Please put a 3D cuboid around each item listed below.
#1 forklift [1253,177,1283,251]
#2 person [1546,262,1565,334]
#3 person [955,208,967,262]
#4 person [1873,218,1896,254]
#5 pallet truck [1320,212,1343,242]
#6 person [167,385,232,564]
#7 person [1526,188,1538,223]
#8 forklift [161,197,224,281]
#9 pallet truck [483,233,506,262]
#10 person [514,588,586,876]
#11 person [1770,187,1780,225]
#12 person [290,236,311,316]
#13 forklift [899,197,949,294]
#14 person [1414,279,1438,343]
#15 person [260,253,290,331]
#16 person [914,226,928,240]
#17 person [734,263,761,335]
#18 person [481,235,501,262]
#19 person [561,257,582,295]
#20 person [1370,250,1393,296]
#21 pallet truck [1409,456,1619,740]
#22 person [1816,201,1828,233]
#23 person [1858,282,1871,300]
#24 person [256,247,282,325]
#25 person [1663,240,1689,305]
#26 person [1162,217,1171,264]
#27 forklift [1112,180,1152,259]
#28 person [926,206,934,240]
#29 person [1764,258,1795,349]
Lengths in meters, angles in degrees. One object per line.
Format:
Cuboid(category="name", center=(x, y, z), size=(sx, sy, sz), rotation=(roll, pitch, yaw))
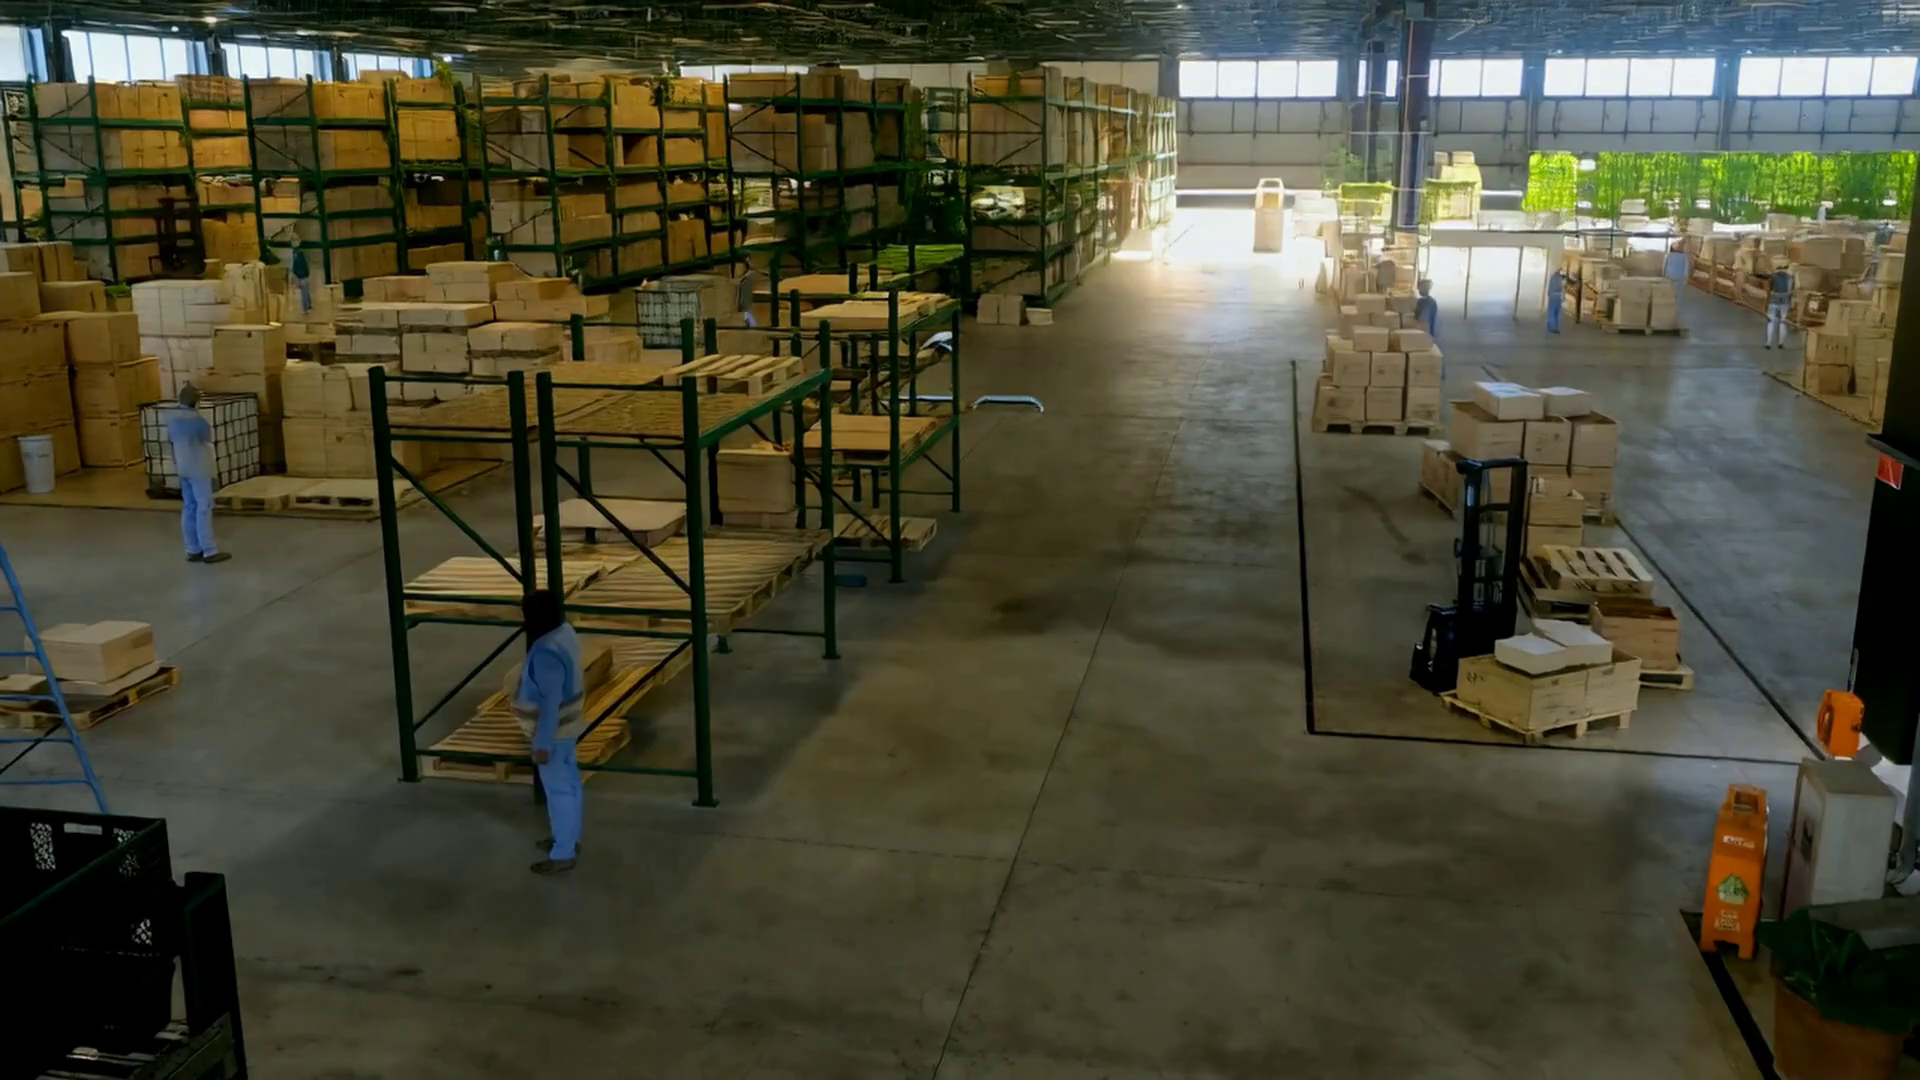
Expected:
Cuboid(category="forklift", center=(12.083, -12.747, 64.956), size=(1.129, 2.768, 1.873), rotation=(3, 14, 10))
Cuboid(category="person", center=(13.761, -5.577, 38.405), size=(0.308, 1.640, 0.520), rotation=(-3, 14, -14))
Cuboid(category="person", center=(-0.005, -10.863, 59.280), size=(0.401, 1.922, 0.567), rotation=(7, 15, 25))
Cuboid(category="person", center=(29.121, -9.169, 52.405), size=(0.587, 1.916, 0.629), rotation=(6, 15, 23))
Cuboid(category="pallet truck", center=(15.874, -13.227, 70.310), size=(0.680, 1.201, 1.601), rotation=(10, 17, 35))
Cuboid(category="person", center=(-8.270, -0.711, 18.027), size=(0.638, 1.938, 0.357), rotation=(8, 16, 29))
Cuboid(category="person", center=(28.763, -16.767, 83.537), size=(0.607, 1.777, 0.952), rotation=(0, 14, 1))
Cuboid(category="forklift", center=(-21.287, -8.013, 45.736), size=(1.129, 2.768, 1.873), rotation=(3, 14, 10))
Cuboid(category="pallet truck", center=(-11.832, -7.026, 43.548), size=(1.885, 1.965, 0.823), rotation=(8, 16, 28))
Cuboid(category="person", center=(-2.578, 1.193, 10.494), size=(0.429, 1.846, 0.626), rotation=(-1, 14, -3))
Cuboid(category="person", center=(40.605, -16.686, 82.852), size=(0.448, 1.967, 0.663), rotation=(1, 14, 3))
Cuboid(category="person", center=(-16.751, -6.695, 42.205), size=(0.381, 1.996, 0.608), rotation=(-8, 16, -28))
Cuboid(category="forklift", center=(-1.015, -8.021, 45.769), size=(1.129, 2.768, 1.873), rotation=(3, 14, 10))
Cuboid(category="person", center=(8.512, -3.832, 30.685), size=(0.488, 1.954, 0.618), rotation=(-3, 14, -14))
Cuboid(category="person", center=(-15.424, -5.504, 37.511), size=(0.630, 1.931, 0.366), rotation=(-10, 17, -36))
Cuboid(category="person", center=(-1.256, -9.030, 52.320), size=(0.539, 1.689, 0.447), rotation=(1, 14, 6))
Cuboid(category="person", center=(-4.888, -5.541, 38.236), size=(0.891, 1.650, 0.534), rotation=(9, 16, 31))
Cuboid(category="person", center=(-14.197, -8.640, 50.438), size=(0.628, 1.839, 0.429), rotation=(-12, 18, -40))
Cuboid(category="person", center=(-9.405, -6.035, 40.279), size=(0.525, 1.631, 0.320), rotation=(1, 14, 2))
Cuboid(category="person", center=(10.468, -6.345, 41.350), size=(0.543, 1.708, 0.859), rotation=(-4, 14, -17))
Cuboid(category="pallet truck", center=(4.504, 0.400, 13.395), size=(0.823, 1.965, 1.885), rotation=(-6, 15, -23))
Cuboid(category="person", center=(35.868, -13.190, 69.067), size=(0.631, 1.743, 0.560), rotation=(4, 14, 15))
Cuboid(category="person", center=(17.153, -3.975, 31.537), size=(0.950, 1.823, 0.533), rotation=(3, 14, 13))
Cuboid(category="person", center=(-16.453, -6.030, 39.679), size=(0.587, 1.914, 0.390), rotation=(-3, 14, -13))
Cuboid(category="person", center=(18.734, -6.943, 43.576), size=(0.628, 1.814, 0.518), rotation=(3, 14, 14))
Cuboid(category="person", center=(7.304, -10.581, 58.727), size=(0.287, 1.632, 0.503), rotation=(0, 14, 2))
Cuboid(category="forklift", center=(6.082, -11.722, 60.796), size=(1.873, 2.768, 1.129), rotation=(2, 14, 9))
Cuboid(category="person", center=(-1.042, -10.879, 59.174), size=(0.774, 2.022, 0.611), rotation=(8, 16, 29))
Cuboid(category="person", center=(17.620, -5.083, 35.797), size=(0.542, 1.929, 0.374), rotation=(5, 15, 19))
